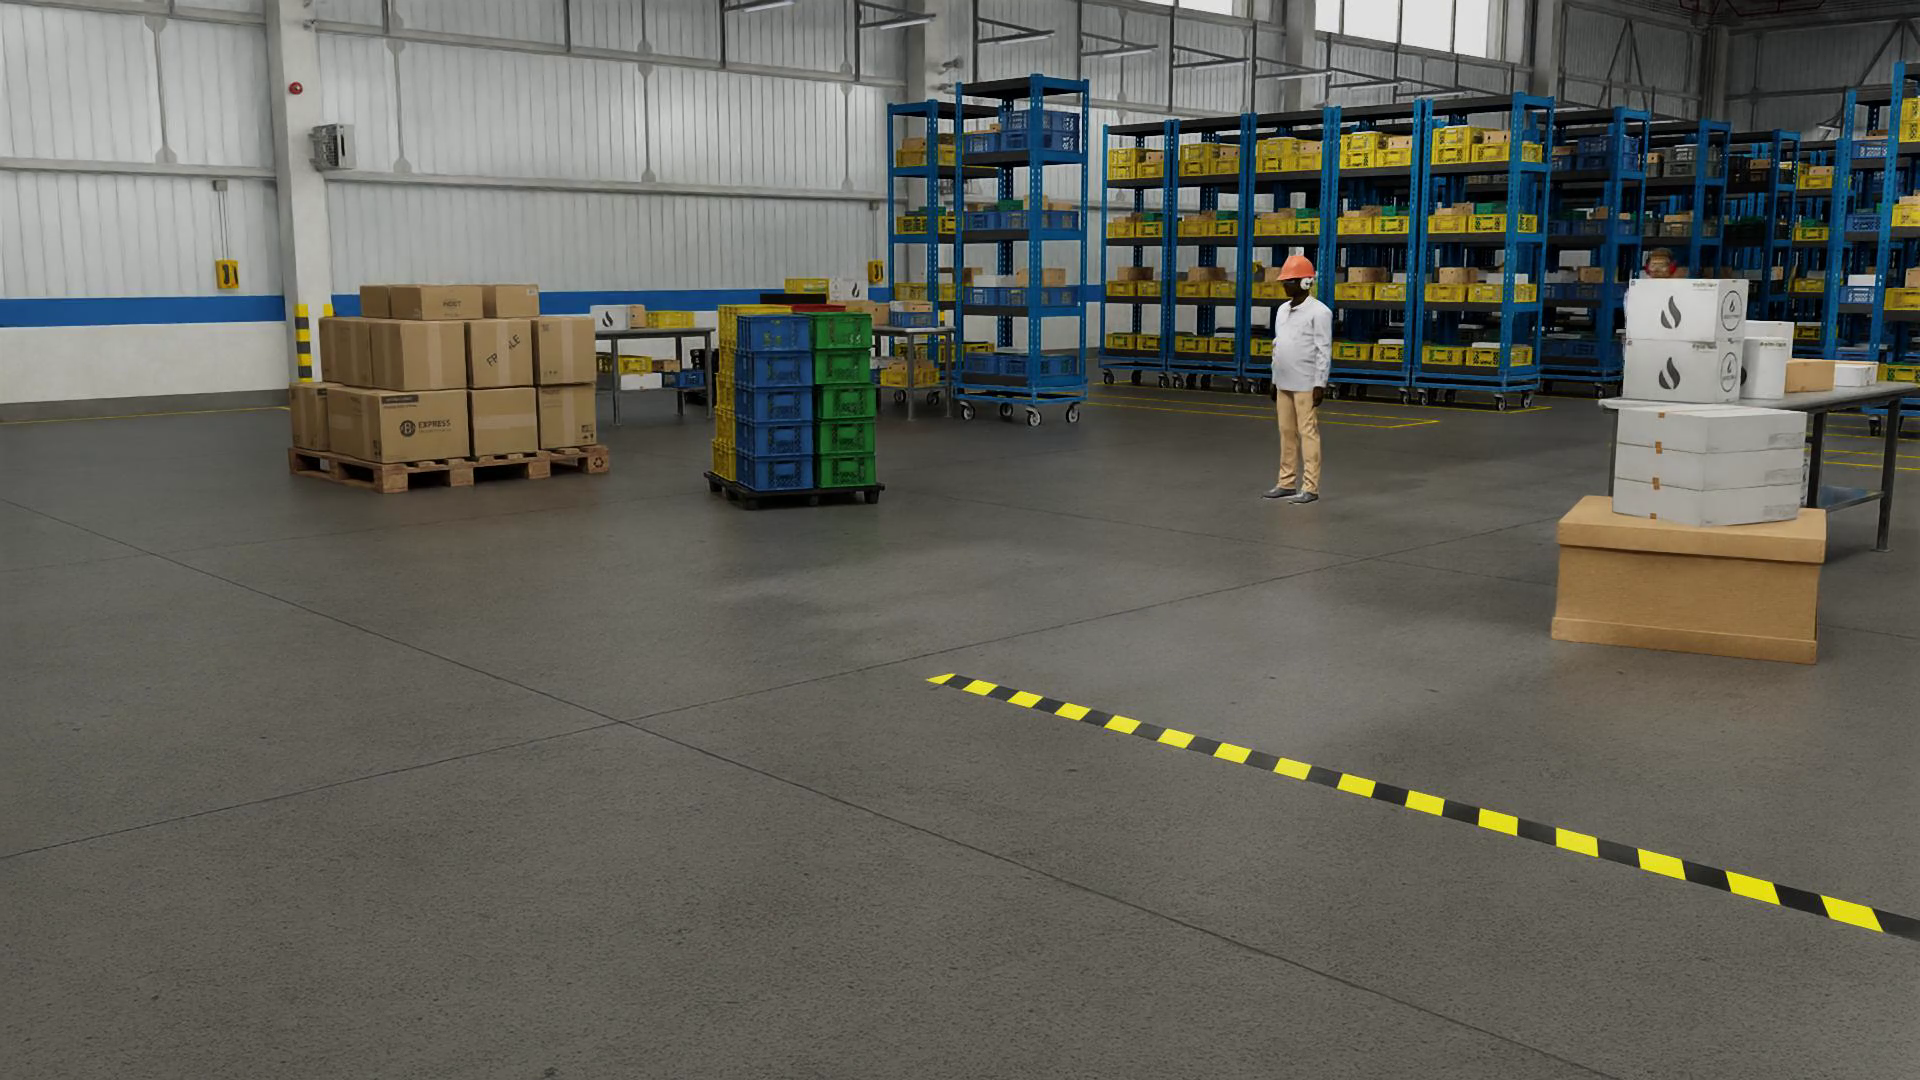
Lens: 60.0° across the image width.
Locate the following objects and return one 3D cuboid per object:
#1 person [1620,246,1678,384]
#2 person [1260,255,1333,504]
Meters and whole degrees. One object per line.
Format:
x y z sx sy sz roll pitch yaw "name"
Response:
5.568 -1.413 13.259 0.566 1.834 0.555 6 11 31 "person"
2.378 -1.132 11.798 0.338 1.749 0.573 -5 11 -26 "person"
